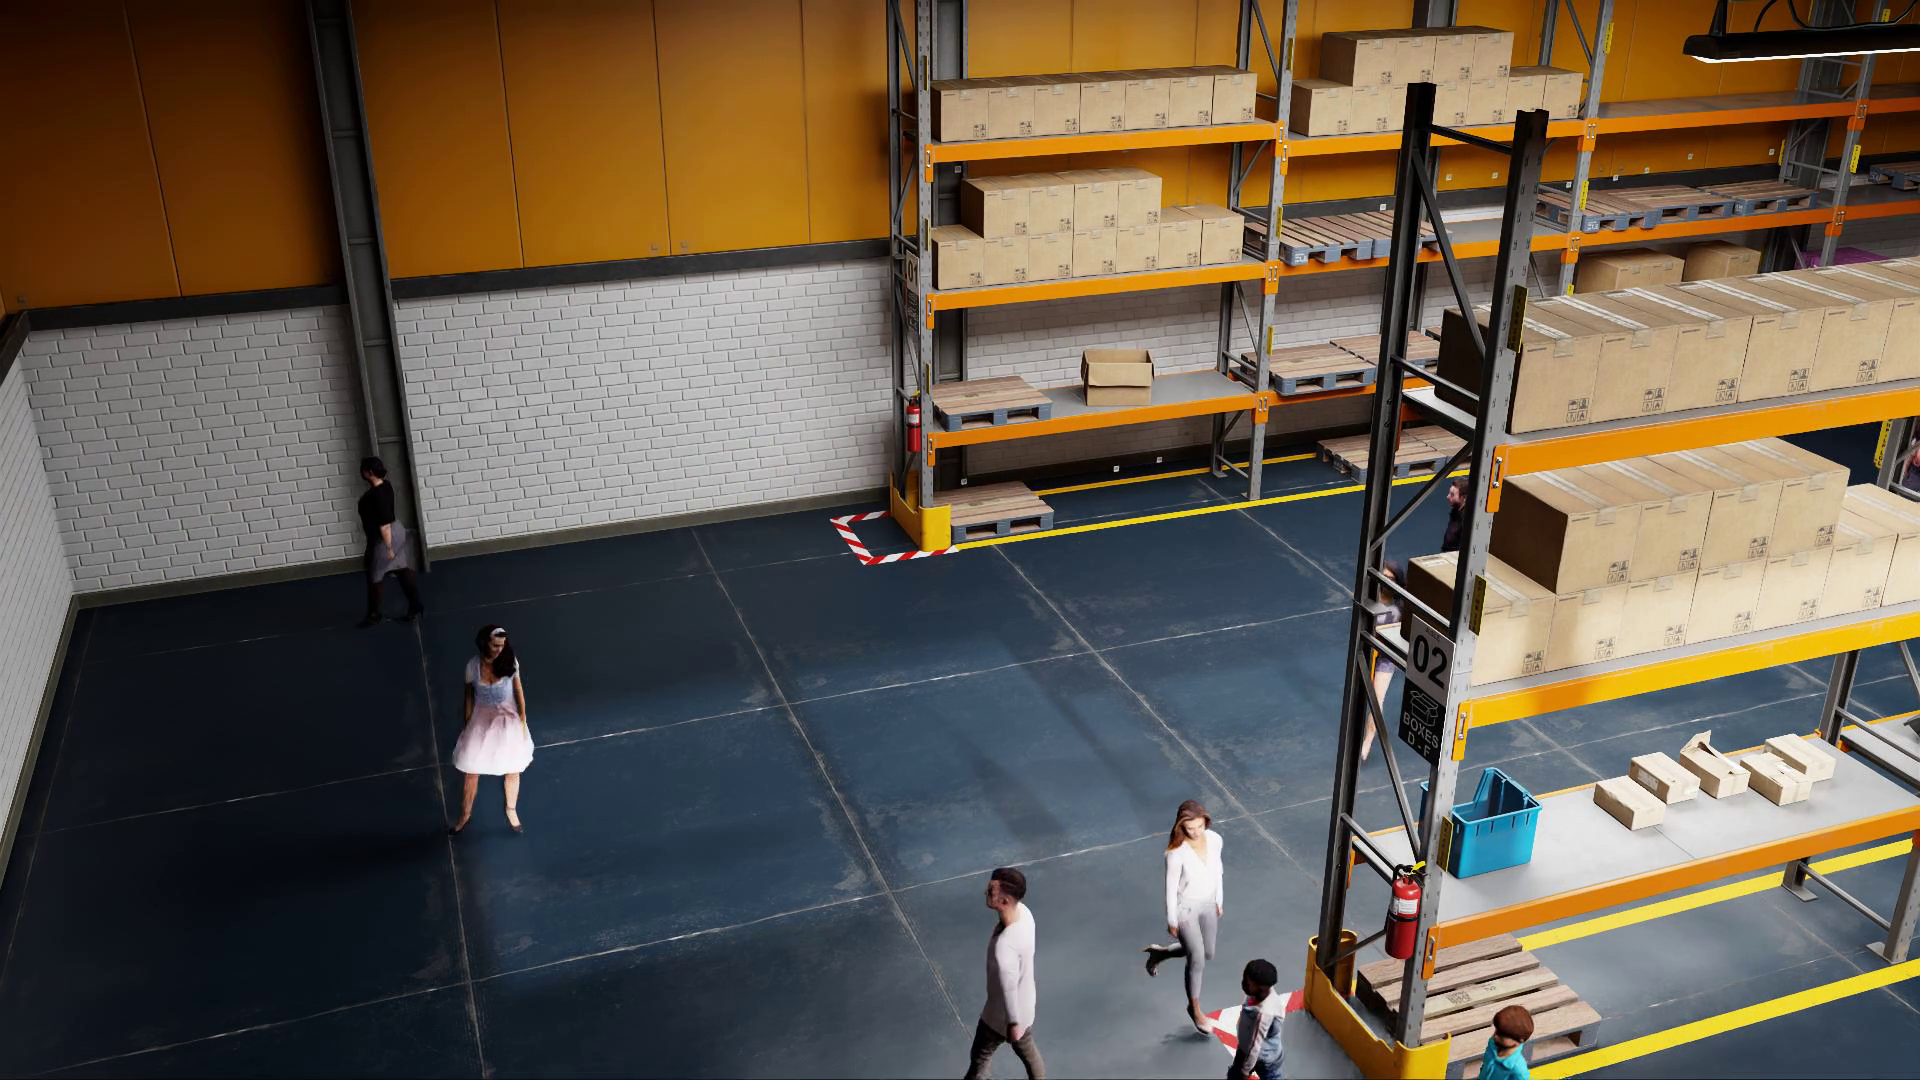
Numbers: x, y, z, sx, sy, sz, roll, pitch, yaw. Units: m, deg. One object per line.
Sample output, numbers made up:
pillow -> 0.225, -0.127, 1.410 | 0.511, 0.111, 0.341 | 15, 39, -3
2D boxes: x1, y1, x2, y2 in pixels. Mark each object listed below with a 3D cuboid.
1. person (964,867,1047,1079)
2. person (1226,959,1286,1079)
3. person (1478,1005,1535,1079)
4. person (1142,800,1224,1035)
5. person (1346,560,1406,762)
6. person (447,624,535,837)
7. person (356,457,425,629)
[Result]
person -> 0.361, 2.716, 9.720 | 1.163, 1.807, 1.034 | 6, 24, 13
person -> 1.827, 3.009, 9.769 | 0.960, 1.230, 0.732 | 3, 24, 6
person -> 3.033, 3.156, 9.176 | 0.912, 1.436, 0.625 | -4, 24, -10
person -> 1.424, 2.357, 10.629 | 0.884, 1.738, 0.806 | -16, 28, -33
person -> 3.524, 0.932, 13.978 | 1.020, 1.665, 1.173 | 15, 28, 30
person -> -3.564, 1.455, 12.631 | 0.750, 1.785, 0.985 | 1, 24, 1
person -> -5.406, 0.024, 15.967 | 0.899, 1.736, 0.744 | -5, 24, -11
